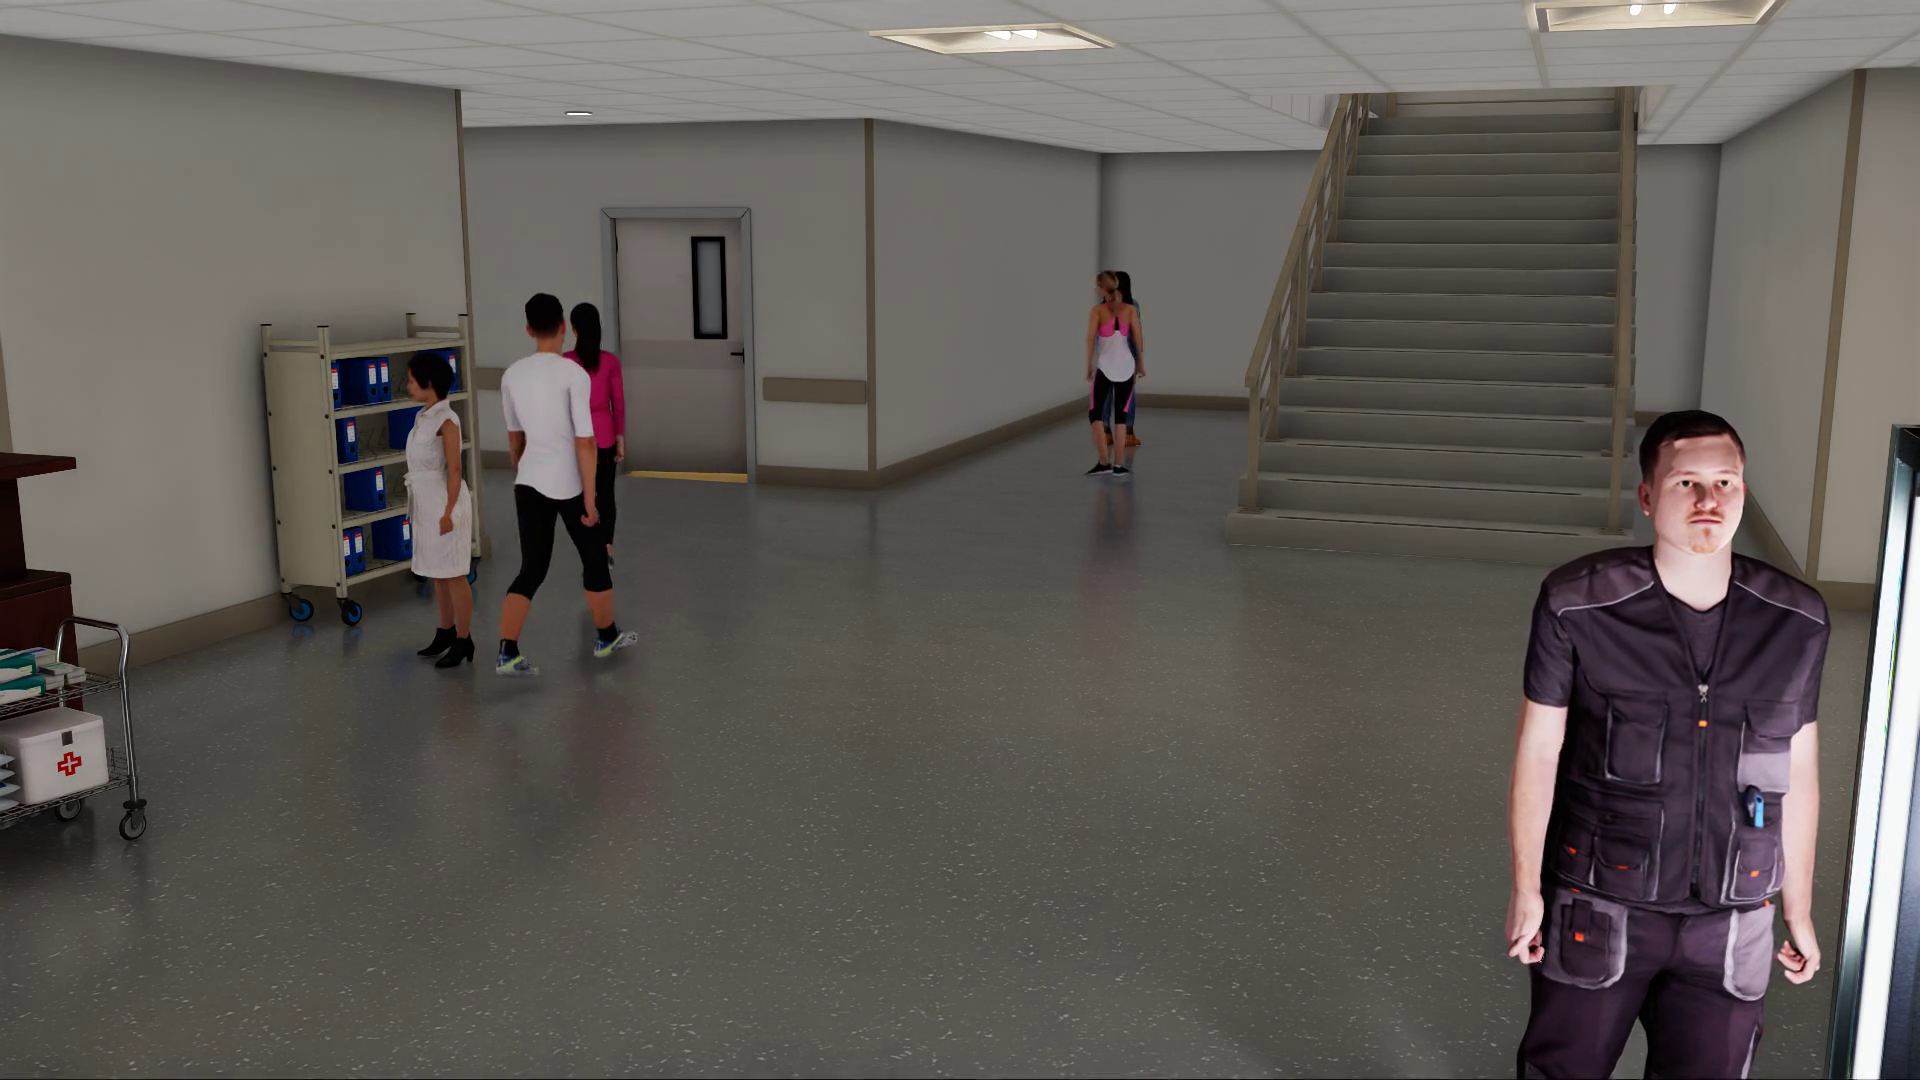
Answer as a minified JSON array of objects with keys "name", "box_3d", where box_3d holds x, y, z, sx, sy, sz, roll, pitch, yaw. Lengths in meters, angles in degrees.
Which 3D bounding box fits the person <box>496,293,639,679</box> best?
[{"name":"person","box_3d":[-1.975,-0.212,7.839,0.694,1.809,1.204,4,12,22]}]

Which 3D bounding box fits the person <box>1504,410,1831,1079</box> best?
[{"name":"person","box_3d":[1.279,0.673,3.079,0.773,1.844,0.680,1,11,6]}]

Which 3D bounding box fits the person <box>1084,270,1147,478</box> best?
[{"name":"person","box_3d":[1.331,-1.412,14.269,0.862,1.769,0.870,0,11,2]}]

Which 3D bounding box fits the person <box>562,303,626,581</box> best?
[{"name":"person","box_3d":[-2.229,-0.564,10.033,0.761,1.682,0.824,-4,11,-19]}]

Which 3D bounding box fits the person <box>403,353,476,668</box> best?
[{"name":"person","box_3d":[-2.568,-0.158,8.243,0.680,1.552,0.643,-7,13,-33]}]

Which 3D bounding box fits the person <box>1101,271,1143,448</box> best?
[{"name":"person","box_3d":[1.571,-1.790,16.410,0.617,1.715,0.534,5,12,25]}]
